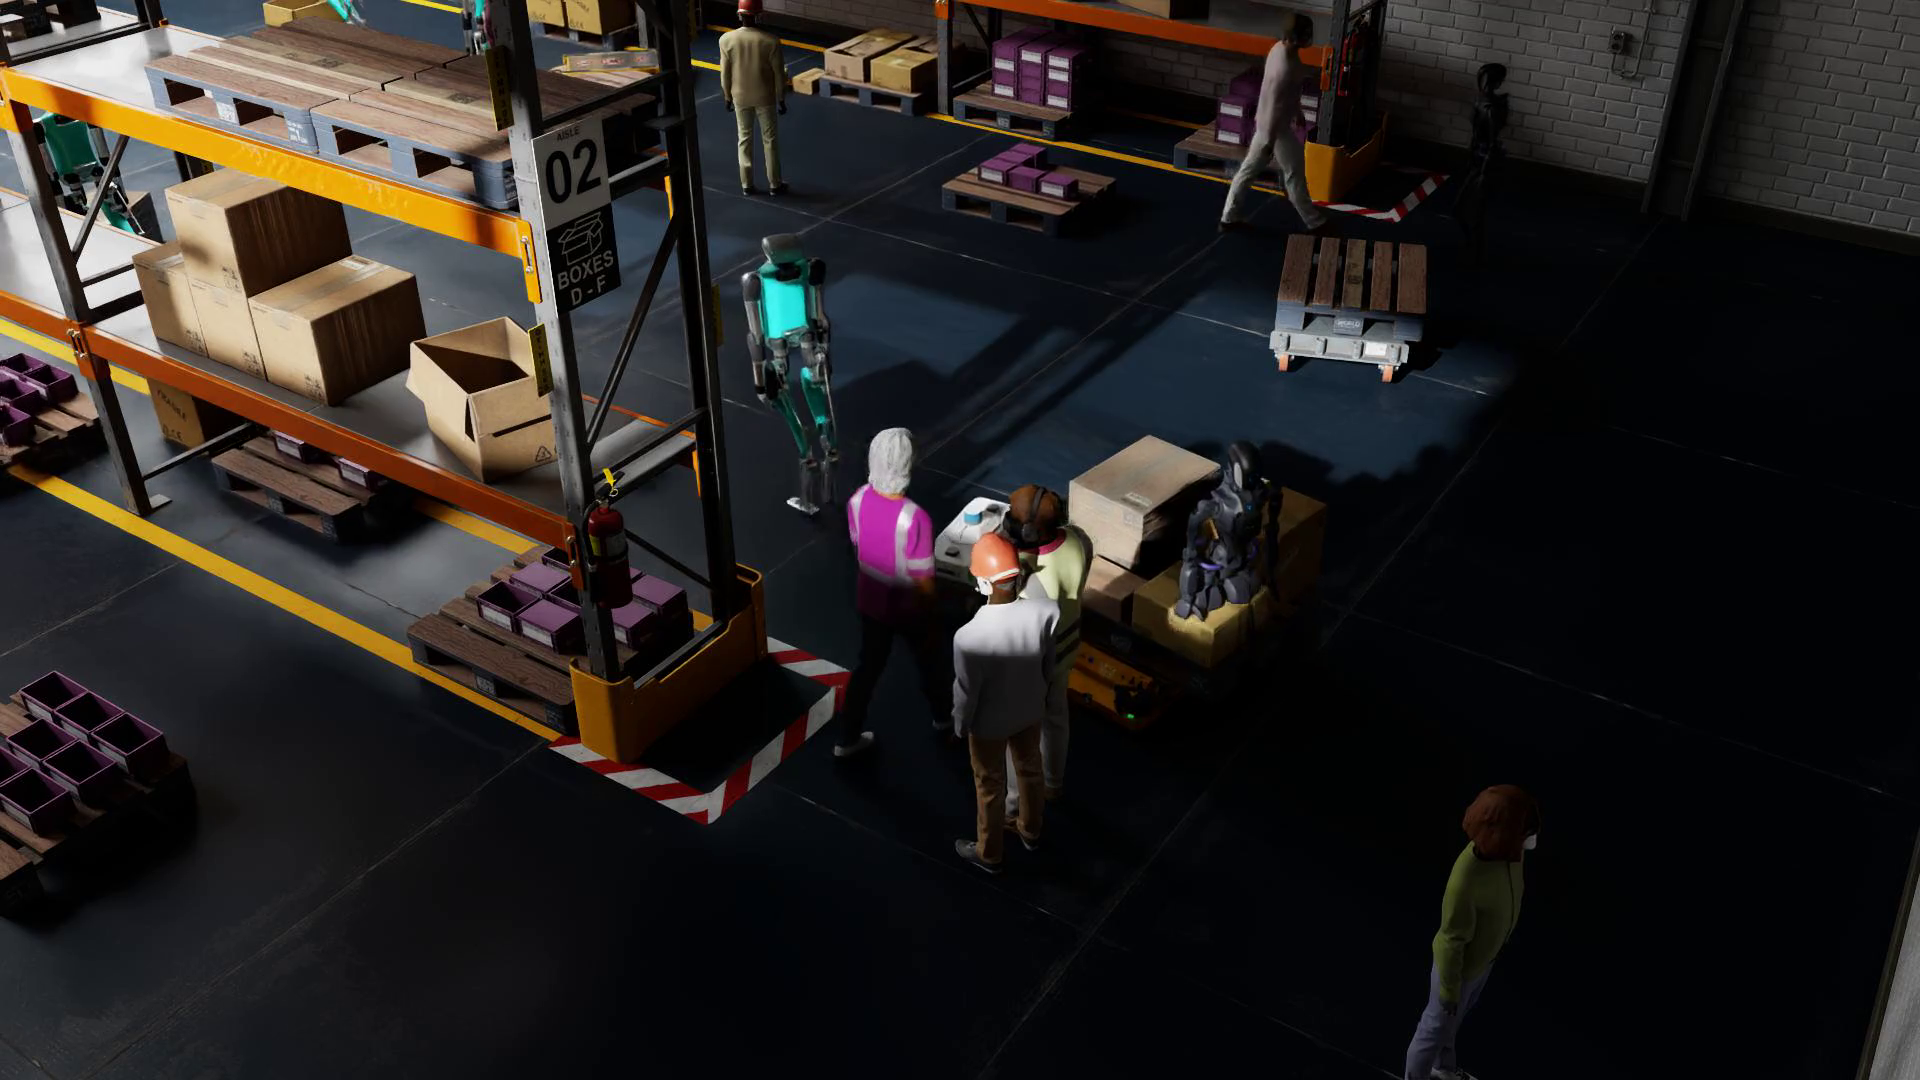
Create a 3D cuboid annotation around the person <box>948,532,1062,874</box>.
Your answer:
[{"bbox_3d":[0.176,0.731,7.398,0.560,1.740,0.339,-22,39,-30],"label":"person"}]

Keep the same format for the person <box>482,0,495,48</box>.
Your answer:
[{"bbox_3d":[-4.072,-4.282,14.917,0.421,1.949,0.490,-13,35,-19],"label":"person"}]

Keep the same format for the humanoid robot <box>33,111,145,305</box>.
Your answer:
[{"bbox_3d":[-6.246,-2.429,12.138,0.735,1.677,0.533,24,40,32],"label":"humanoid robot"}]

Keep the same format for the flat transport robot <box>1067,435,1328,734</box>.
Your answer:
[{"bbox_3d":[1.142,0.522,9.071,0.659,0.231,1.431,27,42,35],"label":"flat transport robot"}]

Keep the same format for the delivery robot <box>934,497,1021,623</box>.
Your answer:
[{"bbox_3d":[0.081,0.073,9.513,0.499,0.609,0.812,15,36,22],"label":"delivery robot"}]

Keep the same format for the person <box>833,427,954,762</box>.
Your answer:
[{"bbox_3d":[-0.303,0.274,8.053,0.610,1.819,0.834,25,40,33],"label":"person"}]

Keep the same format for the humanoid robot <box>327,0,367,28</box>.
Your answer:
[{"bbox_3d":[-6.580,-5.860,17.637,0.752,1.888,0.545,16,36,23],"label":"humanoid robot"}]

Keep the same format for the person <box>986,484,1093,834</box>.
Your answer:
[{"bbox_3d":[0.317,0.539,7.600,0.429,1.847,0.625,22,39,30],"label":"person"}]

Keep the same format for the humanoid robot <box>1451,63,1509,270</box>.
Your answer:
[{"bbox_3d":[4.117,-2.929,13.092,0.343,1.647,0.610,2,33,4],"label":"humanoid robot"}]

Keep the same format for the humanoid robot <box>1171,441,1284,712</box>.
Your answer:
[{"bbox_3d":[1.325,0.185,8.301,0.594,1.634,0.426,-15,36,-22],"label":"humanoid robot"}]

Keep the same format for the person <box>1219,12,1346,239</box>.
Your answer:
[{"bbox_3d":[2.682,-3.362,13.574,1.058,1.872,0.631,1,33,2],"label":"person"}]

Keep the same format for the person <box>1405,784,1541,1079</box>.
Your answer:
[{"bbox_3d":[1.914,1.560,6.218,0.287,1.636,0.496,24,40,32],"label":"person"}]

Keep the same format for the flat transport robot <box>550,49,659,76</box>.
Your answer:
[{"bbox_3d":[-3.560,-4.921,17.437,1.431,0.231,0.659,-8,34,-11],"label":"flat transport robot"}]

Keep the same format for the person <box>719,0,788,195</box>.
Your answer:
[{"bbox_3d":[-1.774,-3.870,14.458,0.571,1.748,0.340,4,33,5],"label":"person"}]

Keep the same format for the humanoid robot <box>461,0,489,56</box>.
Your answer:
[{"bbox_3d":[-4.313,-4.495,15.489,0.537,1.841,0.809,-9,34,-14],"label":"humanoid robot"}]

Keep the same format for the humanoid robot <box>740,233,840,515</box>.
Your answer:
[{"bbox_3d":[-0.915,-0.875,9.944,0.531,1.859,0.706,-19,38,-27],"label":"humanoid robot"}]
